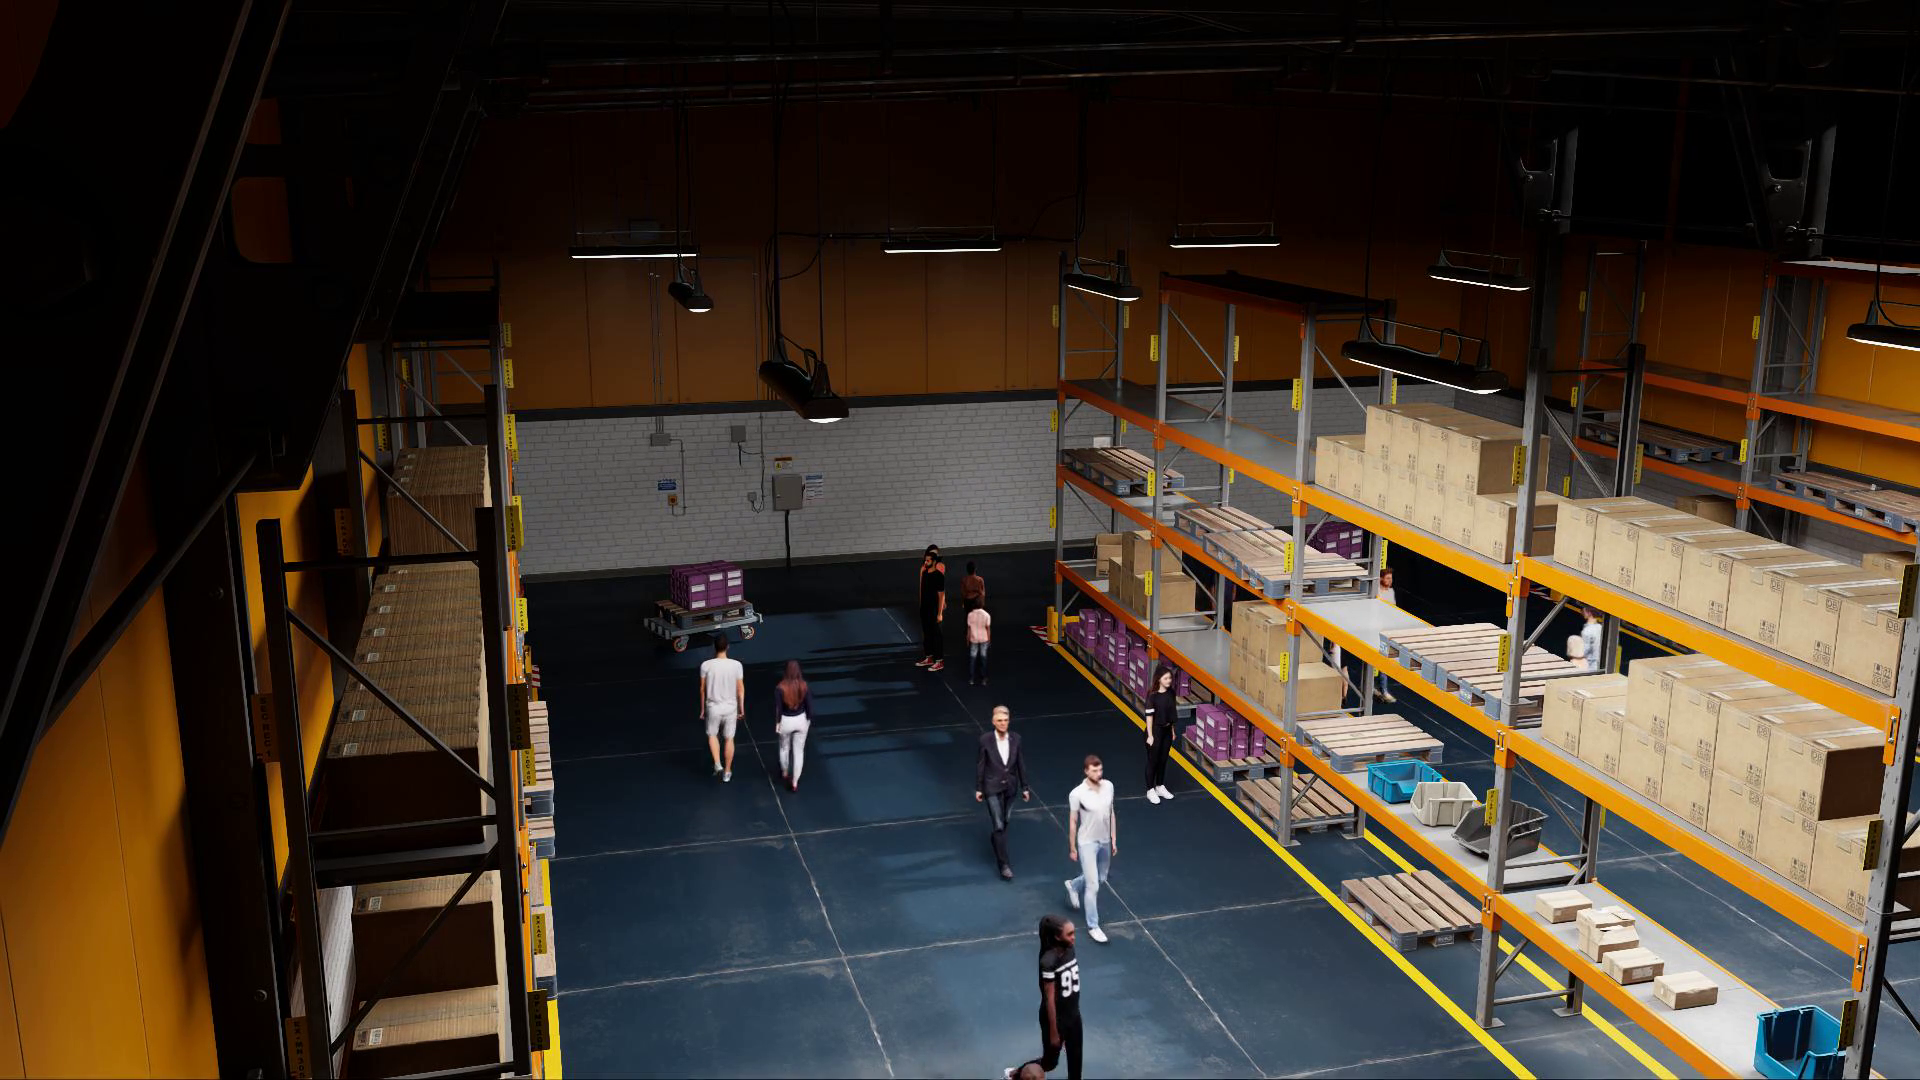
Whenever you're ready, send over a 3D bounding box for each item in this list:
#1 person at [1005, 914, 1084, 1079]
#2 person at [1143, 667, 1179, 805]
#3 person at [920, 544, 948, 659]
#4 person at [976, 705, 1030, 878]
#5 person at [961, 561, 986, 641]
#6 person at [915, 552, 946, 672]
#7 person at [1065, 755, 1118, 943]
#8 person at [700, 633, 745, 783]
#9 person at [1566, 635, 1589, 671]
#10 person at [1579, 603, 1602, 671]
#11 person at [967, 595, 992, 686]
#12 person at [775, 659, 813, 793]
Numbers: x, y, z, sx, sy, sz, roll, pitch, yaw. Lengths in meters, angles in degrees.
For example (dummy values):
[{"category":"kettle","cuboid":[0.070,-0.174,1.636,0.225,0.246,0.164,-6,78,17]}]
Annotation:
[{"category":"person","cuboid":[0.718,3.782,13.160,1.119,1.712,0.993,10,17,35]},{"category":"person","cuboid":[2.347,2.267,19.569,0.691,1.641,0.706,-10,17,-37]},{"category":"person","cuboid":[-0.406,0.909,25.010,0.632,1.719,0.588,-8,16,-29]},{"category":"person","cuboid":[0.430,2.621,17.828,0.687,1.773,1.135,-3,14,-13]},{"category":"person","cuboid":[0.192,0.938,25.879,0.579,1.254,0.570,1,14,4]},{"category":"person","cuboid":[-0.410,1.030,24.428,0.775,1.758,0.648,-11,17,-37]},{"category":"person","cuboid":[1.262,2.956,16.324,0.865,1.829,1.150,-8,16,-31]},{"category":"person","cuboid":[-2.870,2.054,20.026,0.721,1.840,0.747,-3,14,-11]},{"category":"person","cuboid":[7.555,2.030,20.398,0.820,1.710,0.996,-11,17,-38]},{"category":"person","cuboid":[8.162,1.714,21.435,0.800,1.837,0.829,-12,18,-41]},{"category":"person","cuboid":[0.260,1.424,23.764,0.539,1.306,0.545,0,14,0]},{"category":"person","cuboid":[-1.982,2.233,19.829,0.607,1.585,0.798,-4,14,-15]}]
